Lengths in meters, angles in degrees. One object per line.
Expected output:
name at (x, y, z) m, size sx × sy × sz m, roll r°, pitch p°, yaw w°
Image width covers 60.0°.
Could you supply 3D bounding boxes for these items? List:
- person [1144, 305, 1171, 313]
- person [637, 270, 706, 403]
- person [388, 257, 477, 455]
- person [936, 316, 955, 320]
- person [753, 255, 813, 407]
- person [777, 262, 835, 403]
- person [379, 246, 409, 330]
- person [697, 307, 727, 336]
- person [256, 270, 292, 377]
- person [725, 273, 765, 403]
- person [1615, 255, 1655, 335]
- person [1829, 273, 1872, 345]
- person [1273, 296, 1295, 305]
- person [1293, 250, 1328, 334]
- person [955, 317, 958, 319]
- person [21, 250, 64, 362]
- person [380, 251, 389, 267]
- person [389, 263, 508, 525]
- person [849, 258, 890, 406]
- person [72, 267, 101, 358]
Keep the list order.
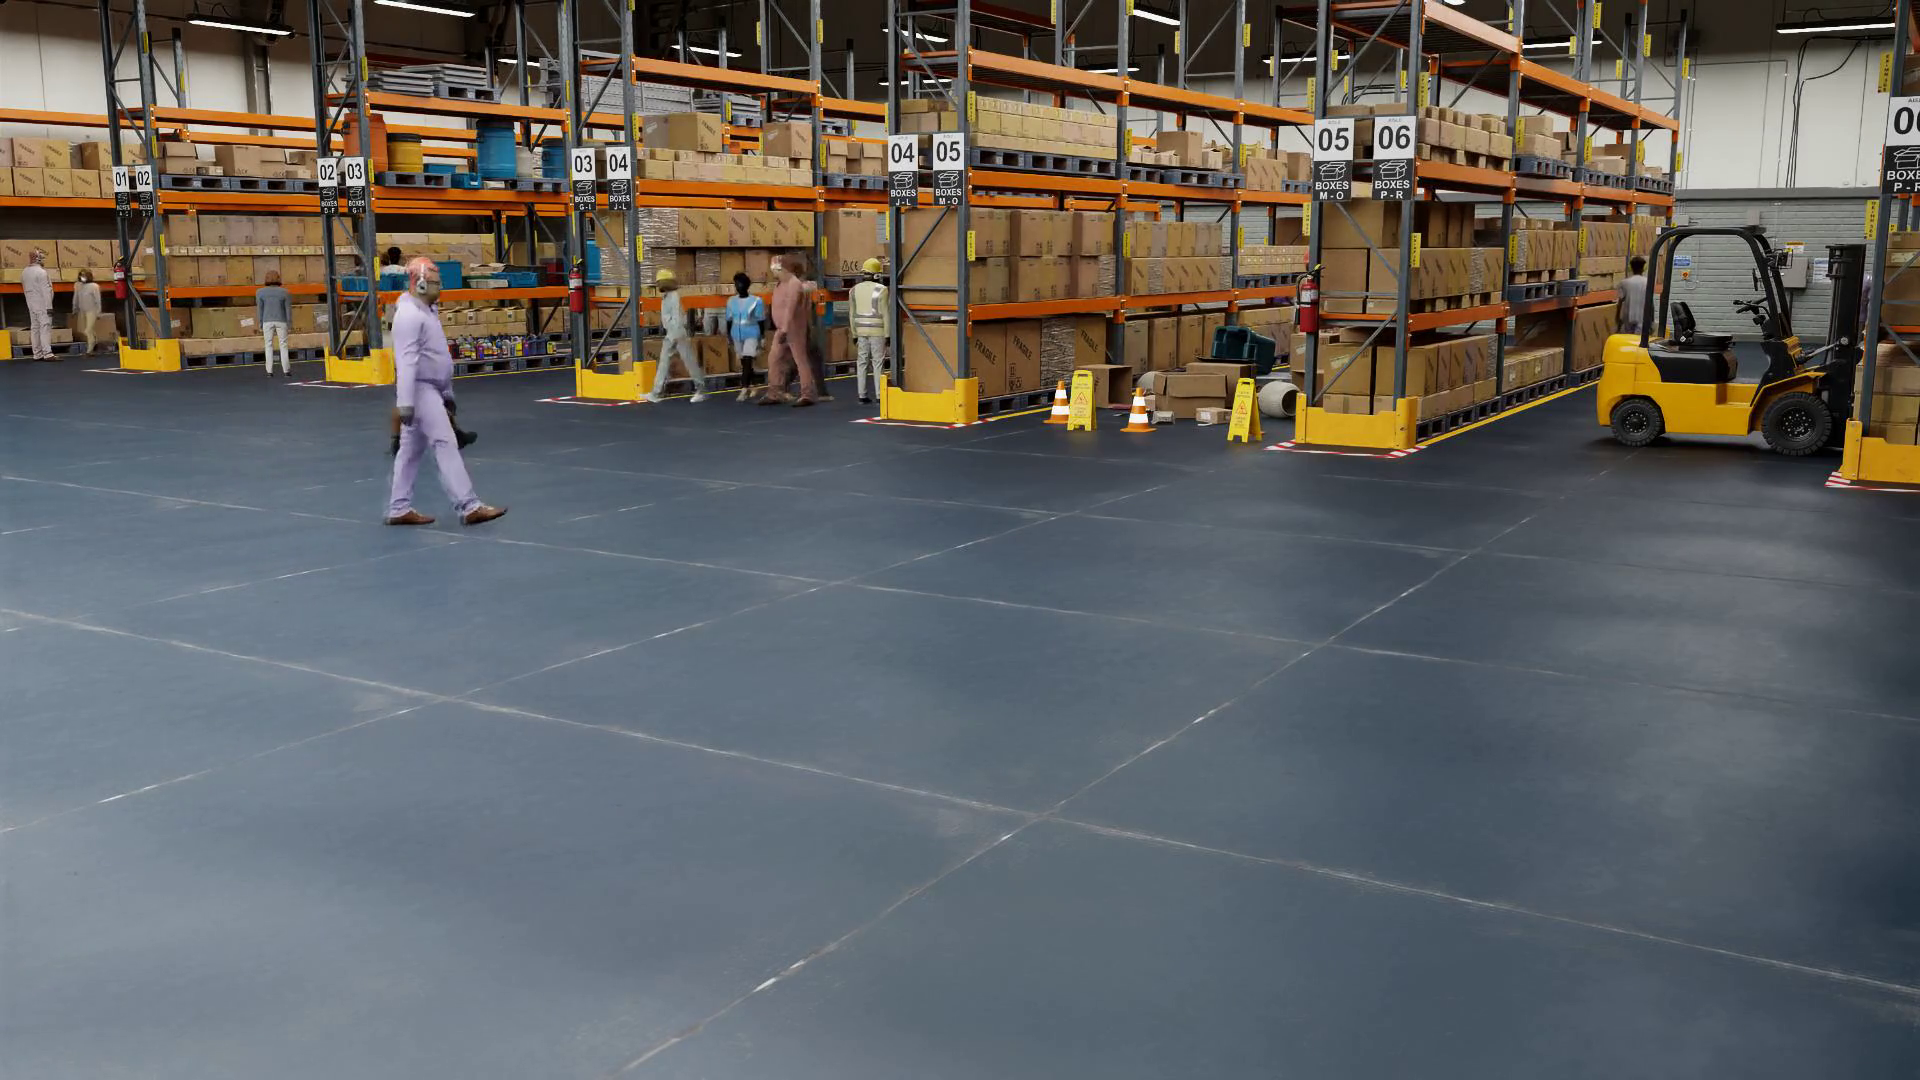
person at (3.612, -4.209, 29.706) m, size 0.596 × 1.892 × 0.548 m, roll 3°, pitch 11°, yaw 17°
person at (-3.648, -2.586, 21.156) m, size 0.916 × 1.674 × 0.586 m, roll -6°, pitch 12°, yaw -29°
person at (-5.177, -1.774, 16.061) m, size 0.561 × 1.883 × 0.990 m, roll 6°, pitch 12°, yaw 32°
person at (-0.180, -3.033, 23.875) m, size 0.522 × 1.604 × 0.781 m, roll 9°, pitch 14°, yaw 42°
person at (-2.194, -2.563, 20.512) m, size 0.833 × 1.865 × 0.680 m, roll -6°, pitch 12°, yaw -31°
person at (-2.013, -2.640, 21.190) m, size 0.649 × 1.796 × 0.545 m, roll -7°, pitch 13°, yaw -36°
person at (-9.908, -4.173, 29.270) m, size 0.600 × 1.967 × 0.368 m, roll 0°, pitch 10°, yaw 3°
person at (-3.688, -3.440, 25.290) m, size 0.625 × 1.931 × 0.374 m, roll 0°, pitch 10°, yaw 0°
person at (-10.384, -3.278, 25.217) m, size 0.493 × 1.624 × 0.280 m, roll -4°, pitch 11°, yaw -19°
person at (-2.754, -2.624, 21.483) m, size 0.530 × 1.655 × 0.875 m, roll 4°, pitch 11°, yaw 20°
person at (9.662, -3.143, 23.798) m, size 0.538 × 1.860 × 0.504 m, roll 6°, pitch 12°, yaw 32°
person at (12.767, -3.176, 23.838) m, size 0.581 × 1.919 × 0.390 m, roll 5°, pitch 11°, yaw 25°
person at (6.345, -4.721, 32.462) m, size 0.580 × 1.921 × 0.454 m, roll 7°, pitch 12°, yaw 35°
person at (4.959, -3.133, 23.527) m, size 0.550 × 1.935 × 0.376 m, roll 8°, pitch 13°, yaw 39°
person at (0.182, -3.021, 22.642) m, size 0.606 × 2.035 × 0.403 m, roll 6°, pitch 12°, yaw 30°
person at (-15.724, -4.001, 28.477) m, size 0.646 × 1.908 × 0.408 m, roll 6°, pitch 12°, yaw 31°
person at (-11.005, -4.623, 32.058) m, size 0.579 × 1.863 × 0.606 m, roll 6°, pitch 12°, yaw 31°
person at (-3.698, -1.026, 11.897) m, size 0.920 × 1.864 × 0.683 m, roll -2°, pitch 10°, yaw -11°
person at (-1.097, -2.596, 20.810) m, size 0.587 × 1.835 × 0.404 m, roll 6°, pitch 12°, yaw 31°
person at (-15.389, -4.021, 29.397) m, size 0.563 × 1.610 × 0.482 m, roll 2°, pitch 10°, yaw 11°
